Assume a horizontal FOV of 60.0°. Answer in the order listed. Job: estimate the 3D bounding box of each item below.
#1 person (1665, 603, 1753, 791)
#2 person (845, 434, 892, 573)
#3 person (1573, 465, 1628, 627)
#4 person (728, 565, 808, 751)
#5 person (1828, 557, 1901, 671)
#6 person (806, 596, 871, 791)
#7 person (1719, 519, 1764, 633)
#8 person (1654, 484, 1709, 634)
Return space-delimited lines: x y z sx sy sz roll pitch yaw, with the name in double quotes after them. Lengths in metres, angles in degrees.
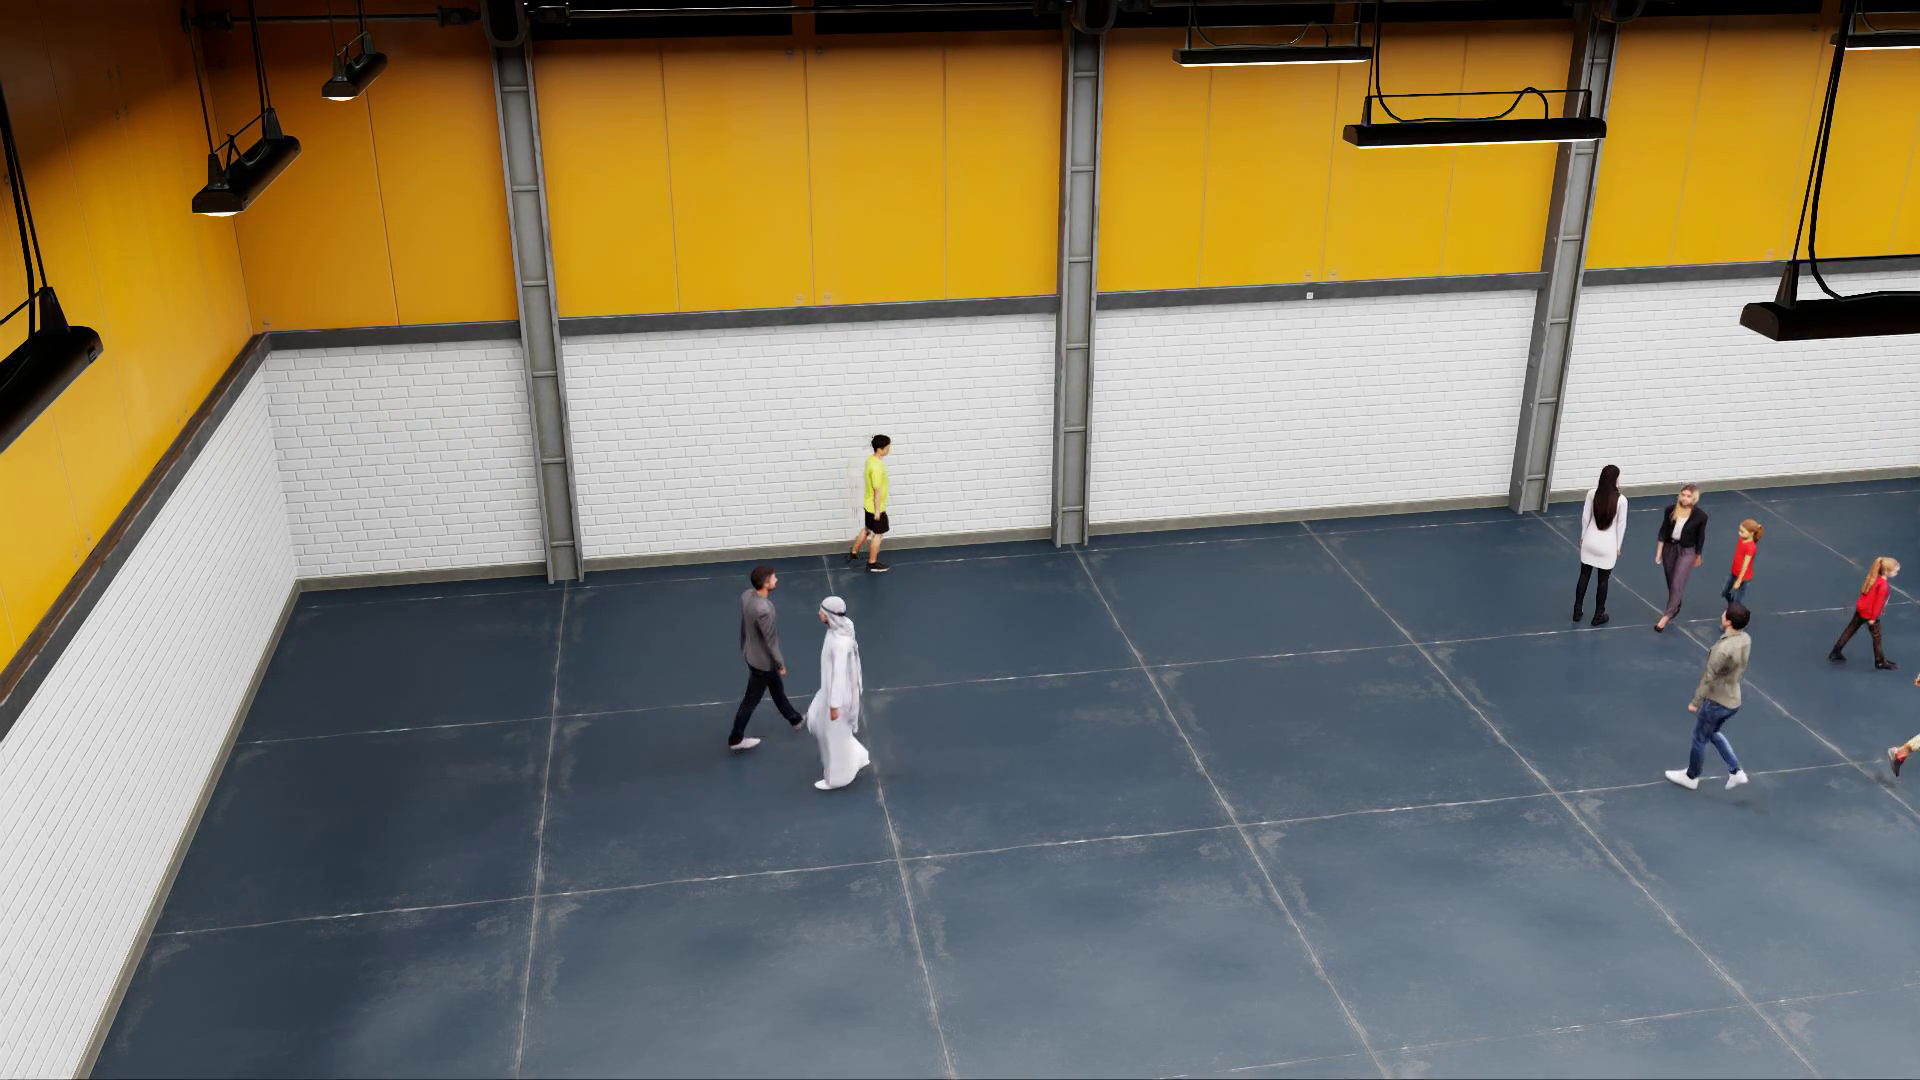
6.769 1.442 14.692 1.009 1.854 1.018 -18 29 -35 "person"
-1.016 -0.424 19.173 0.774 1.684 0.747 -9 25 -20 "person"
6.891 0.049 17.938 0.682 1.807 0.720 19 30 36 "person"
-1.917 1.140 15.429 1.275 1.816 0.934 -11 26 -24 "person"
9.264 0.738 17.056 0.917 1.250 0.650 1 24 2 "person"
-1.004 1.360 14.800 0.755 1.918 0.680 -4 24 -8 "person"
8.425 0.383 17.804 0.547 1.302 0.518 0 24 -1 "person"
7.760 0.156 17.913 0.957 1.630 1.087 21 31 39 "person"
